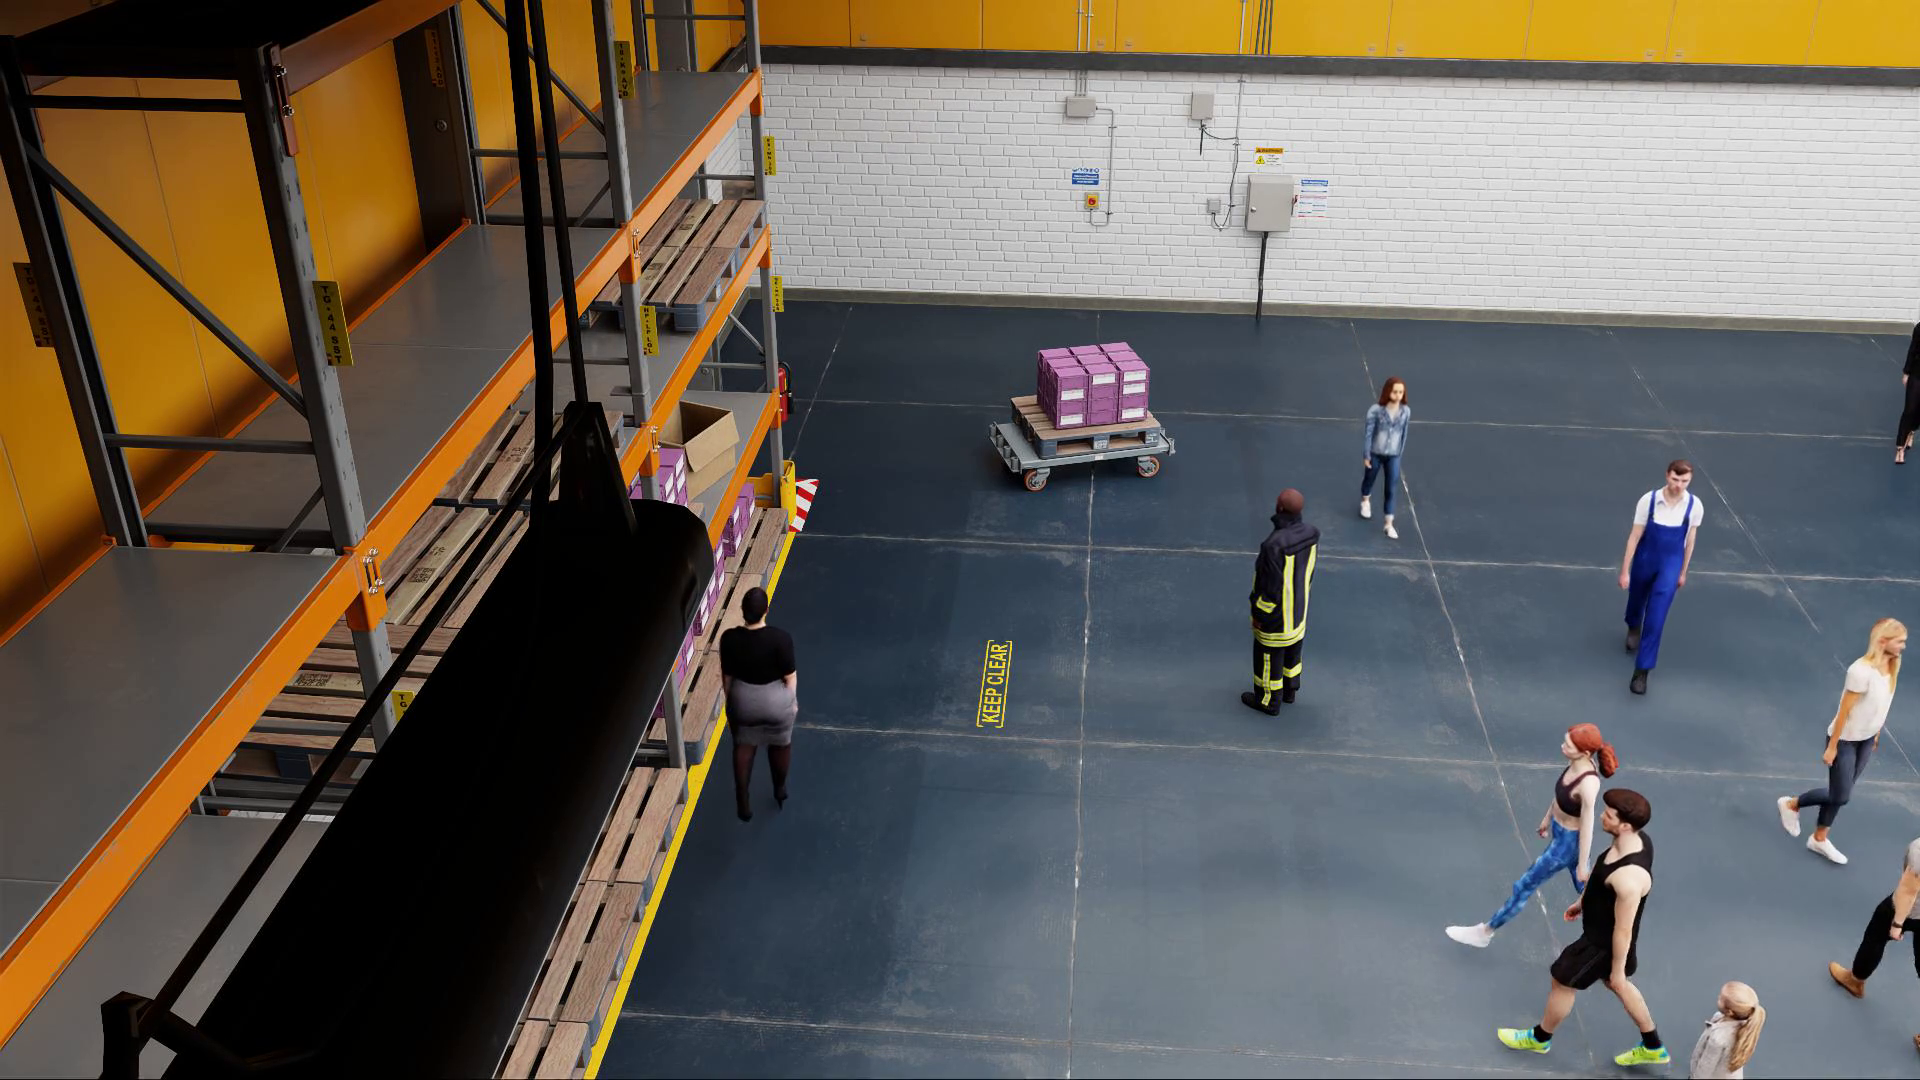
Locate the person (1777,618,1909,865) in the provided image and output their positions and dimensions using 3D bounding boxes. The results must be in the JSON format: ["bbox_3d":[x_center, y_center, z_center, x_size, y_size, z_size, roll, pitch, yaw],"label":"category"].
[{"bbox_3d":[5.716,1.264,10.832,0.836,1.801,0.906,-17,33,-28],"label":"person"}]

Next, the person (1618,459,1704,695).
[{"bbox_3d":[5.362,0.173,12.831,0.897,1.803,1.332,10,30,18],"label":"person"}]

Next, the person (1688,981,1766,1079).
[{"bbox_3d":[3.910,2.790,8.585,0.598,1.274,0.653,-19,34,-31],"label":"person"}]

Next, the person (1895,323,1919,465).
[{"bbox_3d":[9.424,-1.571,16.181,0.869,1.656,1.126,14,32,24],"label":"person"}]

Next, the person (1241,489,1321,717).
[{"bbox_3d":[2.387,0.437,12.328,0.855,1.821,0.920,-23,36,-35],"label":"person"}]

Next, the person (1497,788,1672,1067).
[{"bbox_3d":[3.642,2.173,9.113,0.976,1.852,1.174,12,31,21],"label":"person"}]

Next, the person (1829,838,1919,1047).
[{"bbox_3d":[5.470,2.135,9.357,0.807,1.686,1.173,-5,29,-8],"label":"person"}]

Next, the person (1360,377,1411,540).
[{"bbox_3d":[3.780,-0.792,14.980,0.622,1.439,1.017,0,29,-1],"label":"person"}]

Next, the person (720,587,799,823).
[{"bbox_3d":[-1.344,1.152,11.100,0.648,1.742,0.881,3,29,6],"label":"person"}]

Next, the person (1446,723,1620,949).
[{"bbox_3d":[3.675,1.854,9.835,0.776,1.720,1.234,7,29,12],"label":"person"}]
